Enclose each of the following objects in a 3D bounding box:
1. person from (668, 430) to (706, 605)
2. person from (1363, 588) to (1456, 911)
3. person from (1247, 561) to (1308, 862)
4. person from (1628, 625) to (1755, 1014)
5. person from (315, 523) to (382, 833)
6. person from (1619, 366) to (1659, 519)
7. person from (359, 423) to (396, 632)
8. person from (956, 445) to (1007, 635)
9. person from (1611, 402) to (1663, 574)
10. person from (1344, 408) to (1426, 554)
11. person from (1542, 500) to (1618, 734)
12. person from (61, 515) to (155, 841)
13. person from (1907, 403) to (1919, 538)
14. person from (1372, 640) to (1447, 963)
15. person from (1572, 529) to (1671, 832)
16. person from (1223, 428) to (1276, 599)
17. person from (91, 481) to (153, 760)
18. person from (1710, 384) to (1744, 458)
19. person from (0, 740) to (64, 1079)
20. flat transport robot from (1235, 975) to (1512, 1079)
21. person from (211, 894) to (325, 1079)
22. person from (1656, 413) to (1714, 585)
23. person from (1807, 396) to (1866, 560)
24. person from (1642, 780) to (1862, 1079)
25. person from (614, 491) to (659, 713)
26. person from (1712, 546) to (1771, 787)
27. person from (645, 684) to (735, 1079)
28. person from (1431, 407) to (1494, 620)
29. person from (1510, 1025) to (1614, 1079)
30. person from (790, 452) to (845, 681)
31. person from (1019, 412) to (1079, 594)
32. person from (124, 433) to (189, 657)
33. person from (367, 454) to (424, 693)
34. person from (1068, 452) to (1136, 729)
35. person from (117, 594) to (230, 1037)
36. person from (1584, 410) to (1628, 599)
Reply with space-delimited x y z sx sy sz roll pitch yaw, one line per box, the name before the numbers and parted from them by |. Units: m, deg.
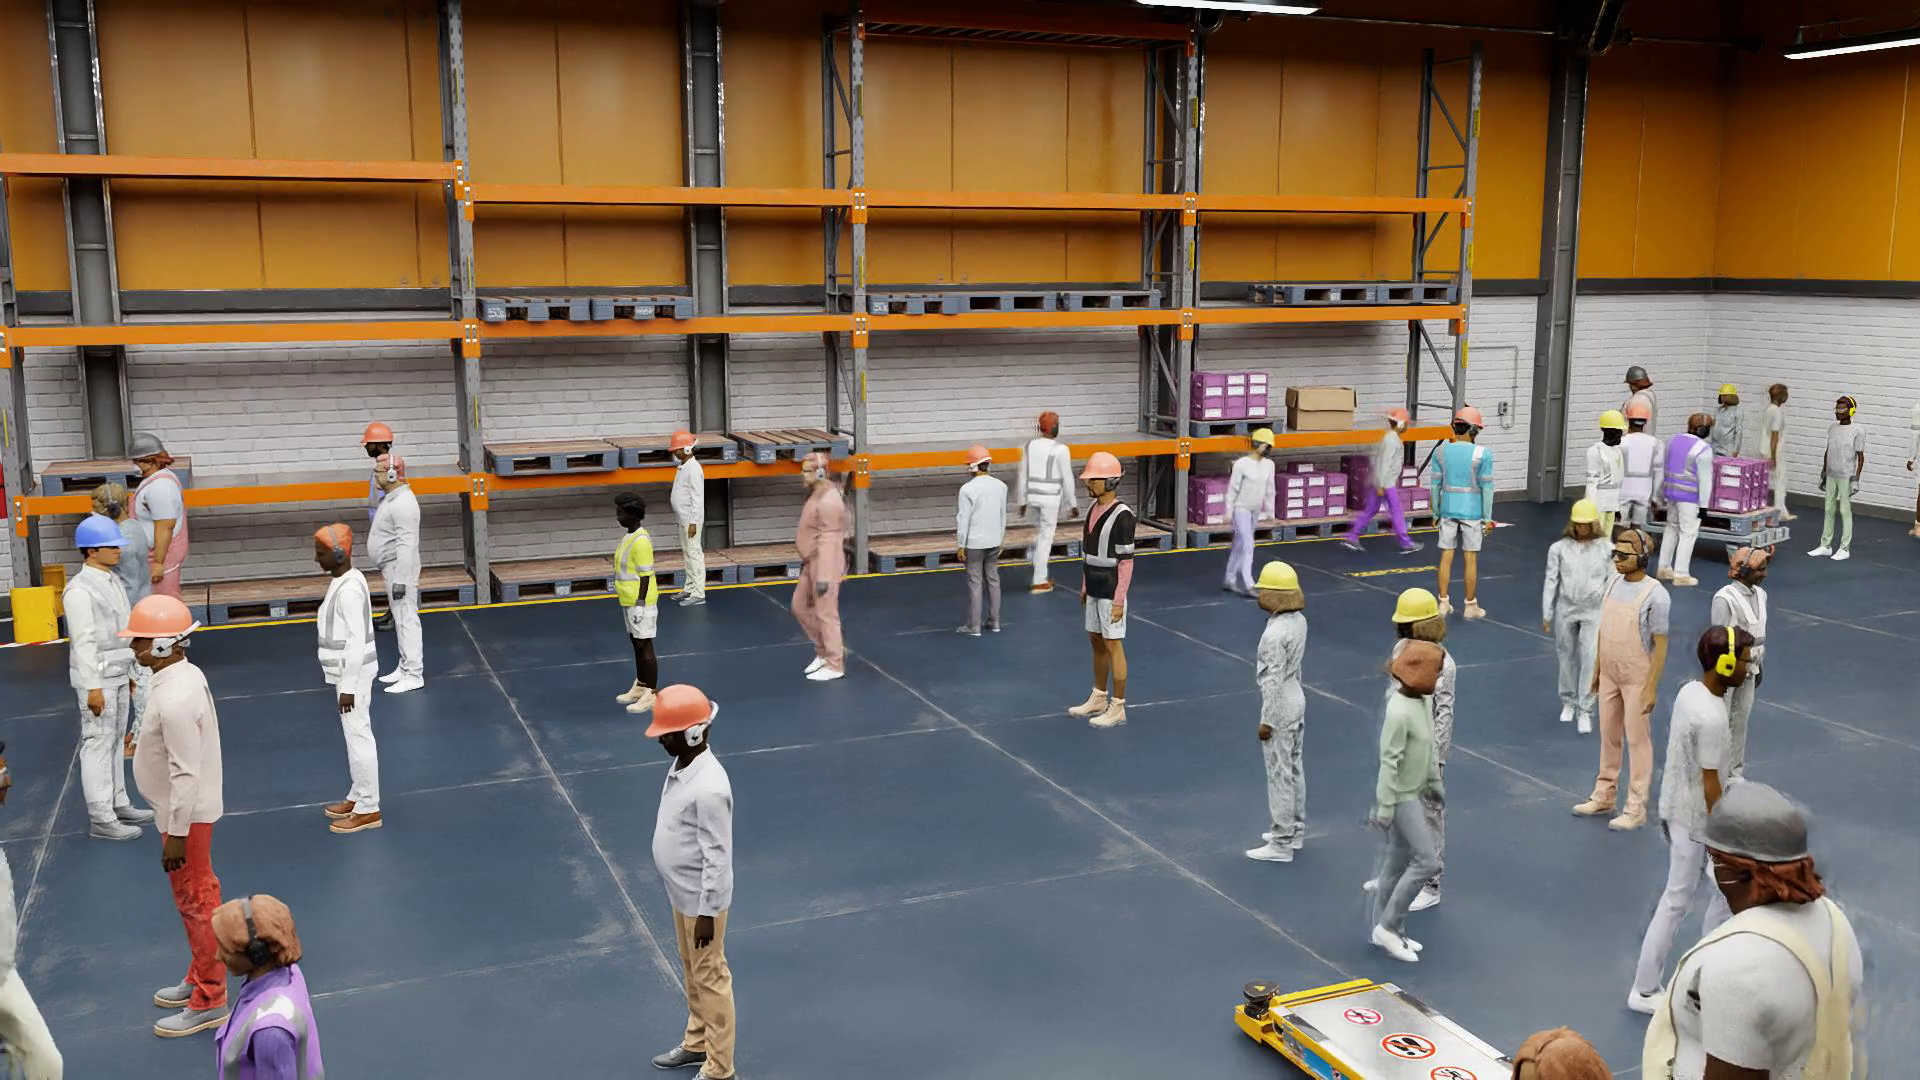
person | -2.723 -0.229 16.569 0.335 1.747 0.562 -4 11 -22
person | 2.420 1.106 8.907 0.304 1.740 0.484 -4 11 -22
person | 1.832 0.983 9.613 0.324 1.740 0.492 5 11 28
person | 3.429 1.297 7.523 0.727 1.833 0.577 3 10 17
person | -3.718 0.827 10.097 0.355 1.886 0.573 -4 11 -22
person | 8.768 -1.264 21.695 0.536 2.000 0.674 8 13 39
person | -5.326 -0.120 15.401 0.360 1.939 0.543 -4 11 -22
person | 0.175 -0.002 15.284 0.558 1.743 0.349 -9 13 -41
person | 7.131 -0.495 17.619 0.560 1.919 0.616 0 10 1
person | 4.945 -0.681 19.347 0.922 1.702 0.598 1 10 7
person | 4.516 0.560 12.153 0.504 1.703 0.859 4 11 23
person | -5.118 0.816 9.972 0.389 1.949 0.604 -2 10 -10
person | 11.927 -1.025 20.341 0.605 2.033 0.392 4 10 20
person | 2.237 1.284 8.233 0.412 1.616 0.519 5 11 27
person | 4.048 0.843 10.119 0.345 1.847 0.504 -4 11 -22
person | 2.967 -0.272 16.884 0.551 1.721 0.729 -7 12 -37
person | -5.782 0.551 11.538 0.372 1.938 0.627 -4 11 -22
person | 10.270 -1.231 22.363 0.296 1.744 0.484 -4 11 -22
person | -3.548 1.580 5.904 0.865 1.838 0.517 -2 10 -9
flat transport robot | 1.817 2.176 6.970 0.652 0.197 1.431 -4 11 -23
person | -2.044 1.838 4.985 0.309 1.638 0.513 -4 11 -22
person | 7.675 -0.435 17.547 0.431 1.826 0.634 -3 10 -15
person | 10.039 -0.708 18.983 0.329 1.873 0.516 -4 11 -22
person | 2.241 1.665 4.822 0.689 2.000 0.601 -6 12 -32
person | -2.477 0.466 12.719 0.319 1.696 0.532 -4 11 -22
person | 4.987 0.848 10.708 0.518 1.634 0.315 -6 12 -32
person | -1.121 1.446 6.923 0.335 1.747 0.562 -4 11 -22
person | 4.801 -0.252 15.891 0.605 2.033 0.392 8 12 38
person | 1.461 1.985 4.153 0.285 1.632 0.498 -4 11 -22
person | -1.158 0.223 13.556 0.466 1.887 0.684 -2 10 -13
person | 0.938 -0.392 17.201 0.593 1.860 0.706 9 13 43
person | -6.674 0.114 13.759 0.536 2.000 0.676 -4 11 -22
person | -4.511 0.260 13.301 0.407 1.910 0.638 -4 11 -22
person | 1.051 0.367 12.289 0.377 2.045 0.605 -4 11 -22
person | -3.517 1.224 7.494 0.379 1.995 0.610 -4 11 -22
person | 6.485 -0.347 16.732 0.585 1.929 0.370 -9 13 -43
